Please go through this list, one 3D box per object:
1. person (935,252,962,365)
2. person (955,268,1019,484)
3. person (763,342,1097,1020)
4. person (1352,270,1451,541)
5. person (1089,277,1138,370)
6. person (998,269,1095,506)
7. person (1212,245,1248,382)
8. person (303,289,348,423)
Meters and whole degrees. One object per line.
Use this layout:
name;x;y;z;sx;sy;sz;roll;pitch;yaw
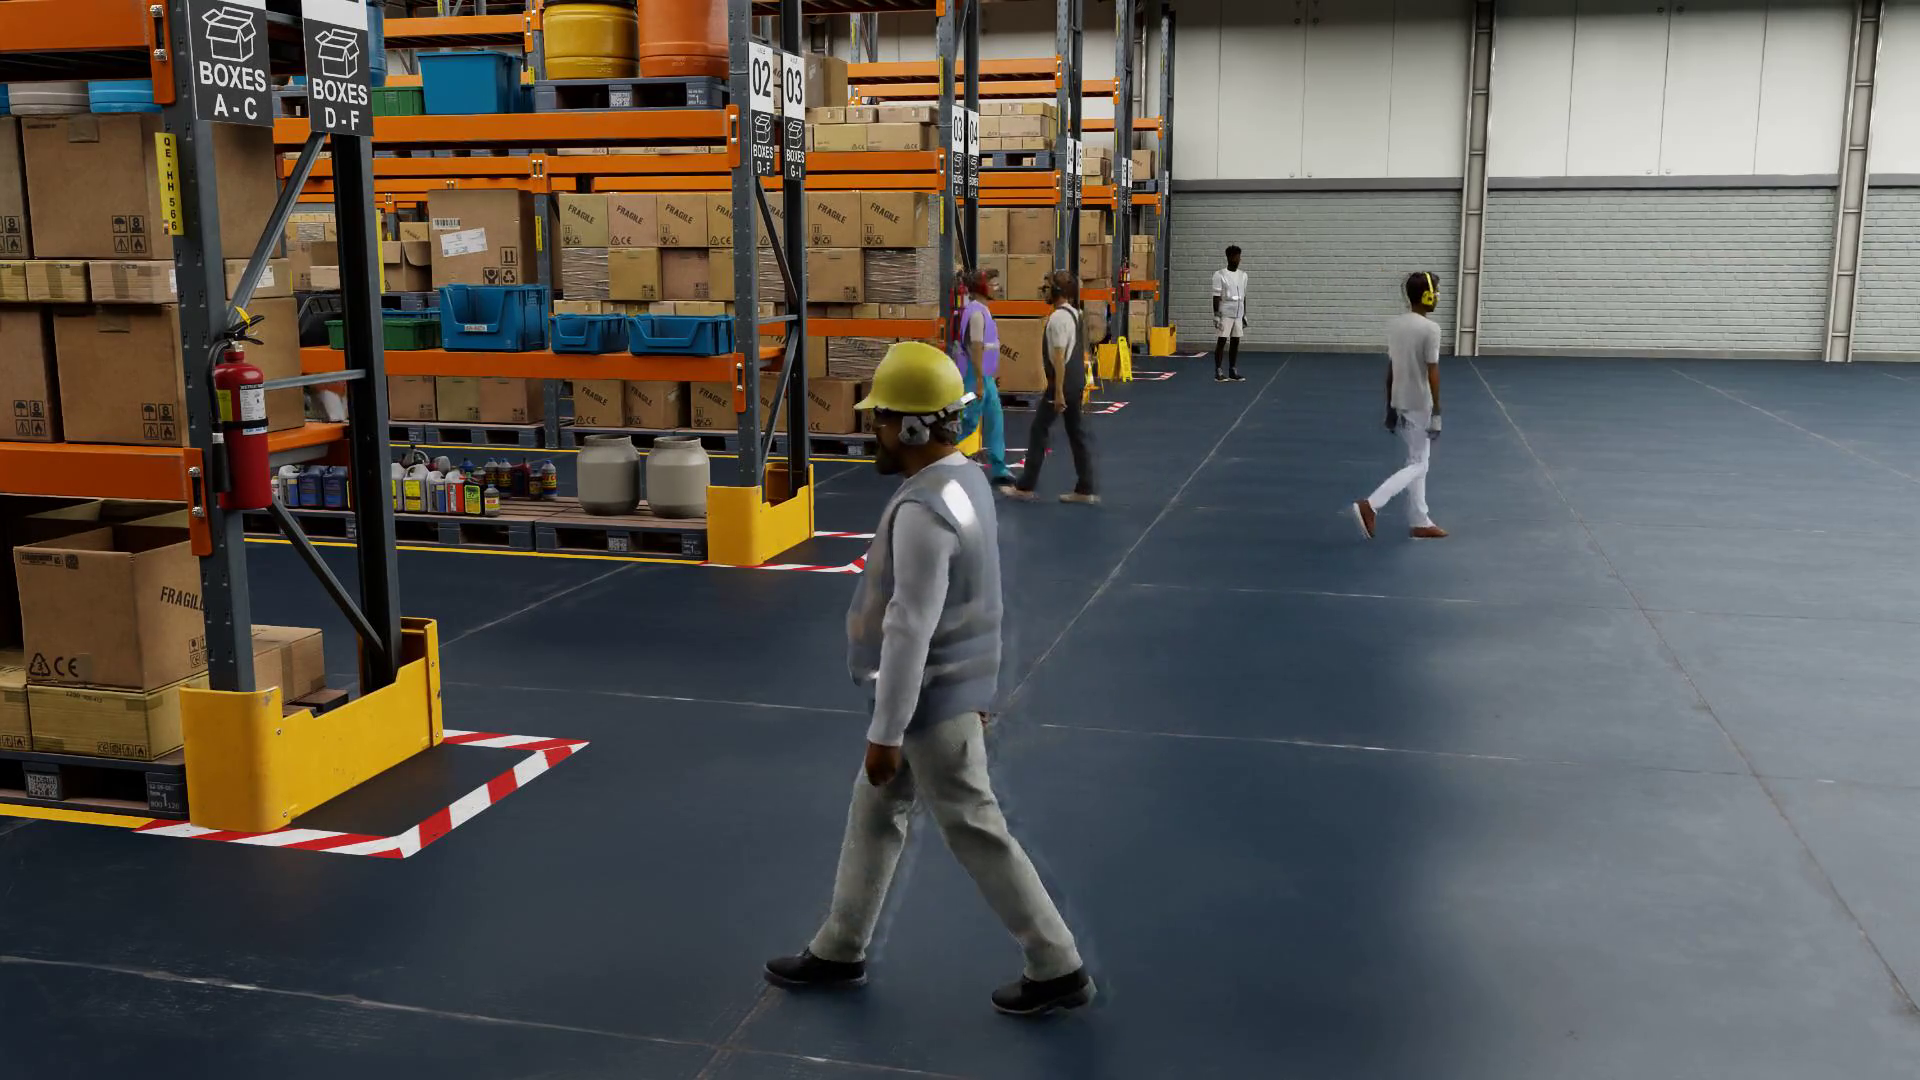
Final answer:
person;-0.110;-2.401;19.373;0.457;1.918;0.651;2;10;10
person;0.093;-1.355;13.866;0.851;1.822;0.578;1;10;6
person;-0.056;0.380;4.338;0.915;1.792;0.607;1;10;7
person;3.018;-0.887;11.212;0.770;1.846;0.517;-4;11;-21
person;2.391;-3.517;26.276;0.825;1.664;0.530;3;11;14
person;0.686;-1.176;12.887;0.881;1.805;0.526;5;11;25
person;3.911;-3.264;24.028;0.614;1.963;0.361;-6;12;-30
person;-4.985;-1.191;13.379;0.906;1.637;0.544;5;11;25
